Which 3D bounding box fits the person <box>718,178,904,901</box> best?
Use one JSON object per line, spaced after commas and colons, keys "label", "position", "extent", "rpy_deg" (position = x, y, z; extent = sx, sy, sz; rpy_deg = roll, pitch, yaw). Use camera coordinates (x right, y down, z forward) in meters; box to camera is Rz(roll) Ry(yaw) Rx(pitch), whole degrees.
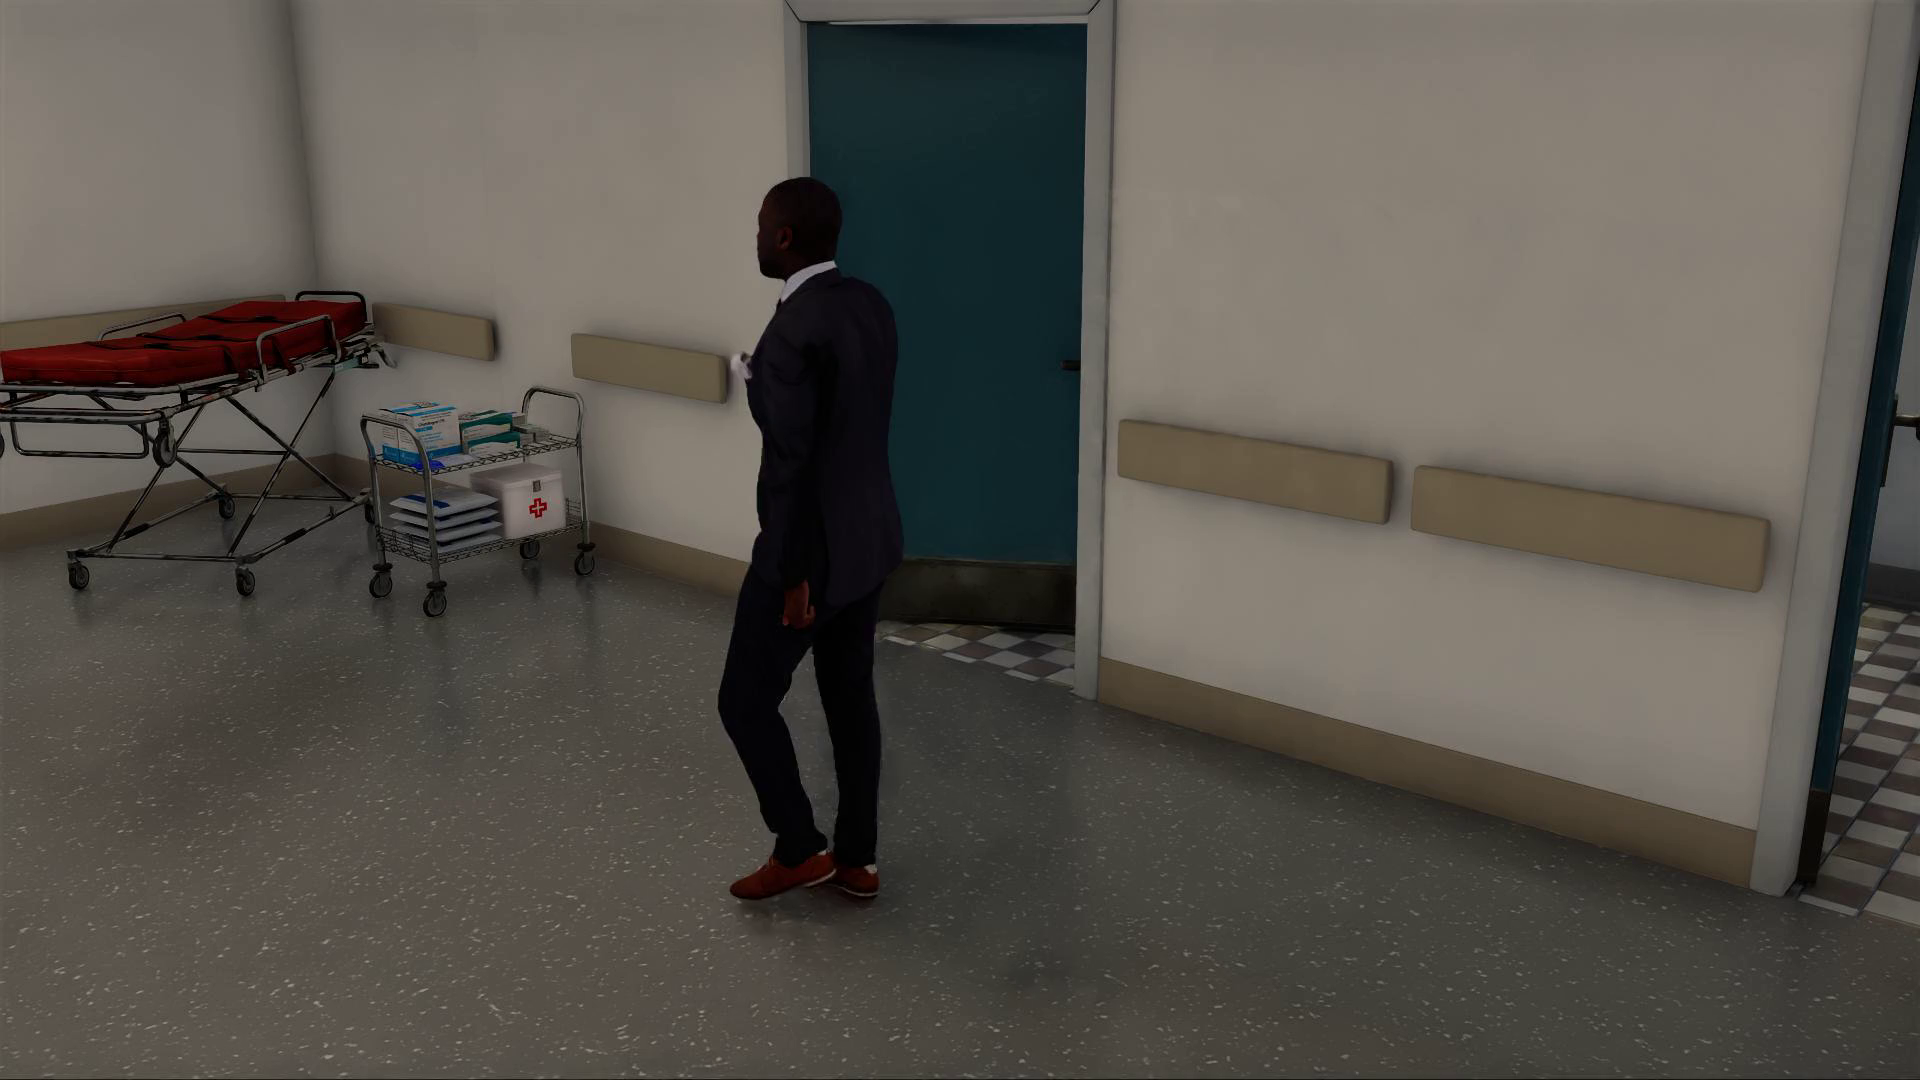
{"label": "person", "position": [-0.265, 0.053, 4.041], "extent": [0.685, 1.806, 0.739], "rpy_deg": [9, 18, 28]}
